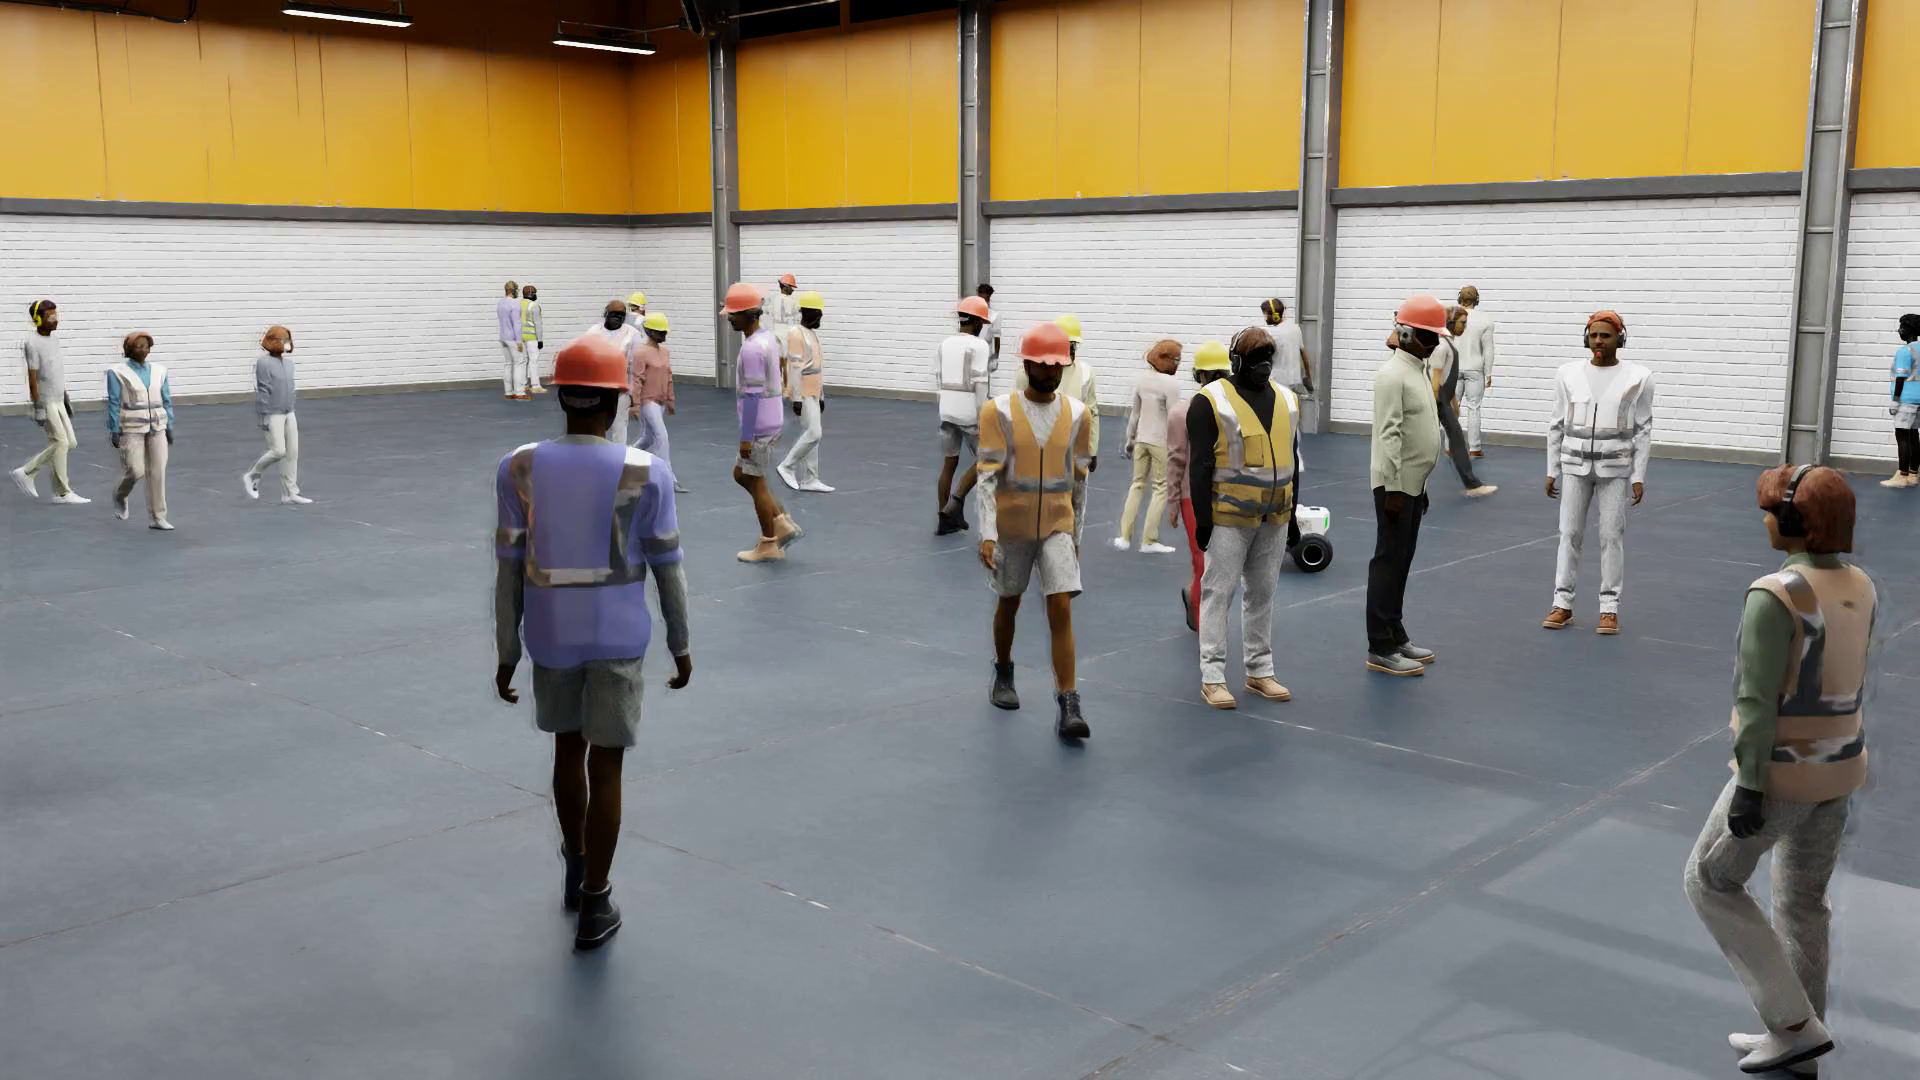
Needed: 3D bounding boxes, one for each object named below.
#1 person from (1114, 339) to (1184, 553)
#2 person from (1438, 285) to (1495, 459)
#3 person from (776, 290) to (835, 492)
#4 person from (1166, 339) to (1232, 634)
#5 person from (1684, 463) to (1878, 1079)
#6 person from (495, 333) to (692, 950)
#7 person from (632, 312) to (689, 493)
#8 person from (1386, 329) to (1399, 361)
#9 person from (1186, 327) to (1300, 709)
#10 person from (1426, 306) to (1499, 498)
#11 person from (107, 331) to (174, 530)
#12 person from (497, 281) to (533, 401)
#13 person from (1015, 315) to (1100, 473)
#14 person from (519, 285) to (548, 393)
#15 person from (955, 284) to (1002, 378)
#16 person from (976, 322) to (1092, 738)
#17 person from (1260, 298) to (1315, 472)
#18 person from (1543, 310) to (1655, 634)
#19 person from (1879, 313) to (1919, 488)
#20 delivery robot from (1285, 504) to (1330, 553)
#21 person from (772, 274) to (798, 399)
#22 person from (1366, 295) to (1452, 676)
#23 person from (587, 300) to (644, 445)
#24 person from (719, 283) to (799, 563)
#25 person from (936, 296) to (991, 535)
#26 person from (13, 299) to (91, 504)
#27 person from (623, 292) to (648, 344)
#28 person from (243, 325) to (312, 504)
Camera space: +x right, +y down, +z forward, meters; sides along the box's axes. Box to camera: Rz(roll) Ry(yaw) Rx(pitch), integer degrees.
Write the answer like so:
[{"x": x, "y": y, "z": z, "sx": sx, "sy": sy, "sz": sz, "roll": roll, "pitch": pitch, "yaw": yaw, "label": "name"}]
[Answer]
[{"x": 1.426, "y": -0.700, "z": 12.446, "sx": 0.371, "sy": 1.599, "sz": 0.644, "roll": -6, "pitch": 11, "yaw": -34, "label": "person"}, {"x": 5.642, "y": -1.868, "z": 18.581, "sx": 0.627, "sy": 1.940, "sz": 0.373, "roll": 5, "pitch": 11, "yaw": 28, "label": "person"}, {"x": -1.442, "y": -1.389, "z": 15.695, "sx": 0.440, "sy": 1.913, "sz": 0.619, "roll": 2, "pitch": 9, "yaw": 12, "label": "person"}, {"x": 1.369, "y": -0.247, "z": 9.233, "sx": 0.524, "sy": 1.741, "sz": 0.730, "roll": -3, "pitch": 10, "yaw": -16, "label": "person"}, {"x": 2.137, "y": 0.613, "z": 4.312, "sx": 0.543, "sy": 1.624, "sz": 0.374, "roll": -6, "pitch": 11, "yaw": -33, "label": "person"}, {"x": -1.154, "y": 0.299, "z": 5.363, "sx": 0.584, "sy": 1.911, "sz": 0.760, "roll": 0, "pitch": 9, "yaw": 2, "label": "person"}, {"x": -2.983, "y": -1.315, "z": 15.878, "sx": 0.881, "sy": 1.720, "sz": 0.526, "roll": 4, "pitch": 10, "yaw": 22, "label": "person"}, {"x": 3.907, "y": -1.090, "z": 14.762, "sx": 0.303, "sy": 1.632, "sz": 0.516, "roll": 1, "pitch": 9, "yaw": 5, "label": "person"}, {"x": 1.404, "y": -0.111, "z": 8.102, "sx": 0.627, "sy": 1.844, "sz": 0.429, "roll": -4, "pitch": 10, "yaw": -26, "label": "person"}, {"x": 4.489, "y": -1.283, "z": 15.474, "sx": 1.010, "sy": 1.784, "sz": 0.521, "roll": 3, "pitch": 10, "yaw": 18, "label": "person"}, {"x": -6.673, "y": -0.891, "z": 13.528, "sx": 0.544, "sy": 1.621, "sz": 0.530, "roll": 6, "pitch": 11, "yaw": 35, "label": "person"}, {"x": -7.181, "y": -3.190, "z": 26.701, "sx": 0.399, "sy": 1.934, "sz": 0.646, "roll": -8, "pitch": 12, "yaw": -41, "label": "person"}, {"x": 0.698, "y": -0.633, "z": 11.411, "sx": 0.604, "sy": 1.801, "sz": 0.725, "roll": -3, "pitch": 10, "yaw": -17, "label": "person"}, {"x": -7.342, "y": -3.424, "z": 28.424, "sx": 0.627, "sy": 1.840, "sz": 0.429, "roll": 7, "pitch": 11, "yaw": 36, "label": "person"}, {"x": 0.241, "y": -2.494, "z": 22.466, "sx": 0.636, "sy": 1.919, "sz": 0.806, "roll": -1, "pitch": 9, "yaw": -3, "label": "person"}, {"x": 0.344, "y": -0.063, "z": 7.705, "sx": 0.562, "sy": 1.885, "sz": 1.013, "roll": -2, "pitch": 9, "yaw": -10, "label": "person"}, {"x": 3.388, "y": -1.619, "z": 17.413, "sx": 0.611, "sy": 1.814, "sz": 0.521, "roll": -7, "pitch": 11, "yaw": -36, "label": "person"}, {"x": 3.714, "y": -0.393, "z": 9.717, "sx": 0.581, "sy": 1.881, "sz": 0.342, "roll": 6, "pitch": 11, "yaw": 31, "label": "person"}, {"x": 9.201, "y": -1.348, "z": 16.148, "sx": 0.531, "sy": 1.693, "sz": 0.319, "roll": -8, "pitch": 12, "yaw": -40, "label": "person"}, {"x": 2.250, "y": -0.119, "z": 11.799, "sx": 0.707, "sy": 0.478, "sz": 0.477, "roll": 1, "pitch": 9, "yaw": 7, "label": "delivery robot"}, {"x": -2.841, "y": -3.328, "z": 27.244, "sx": 0.402, "sy": 2.033, "sz": 0.605, "roll": -6, "pitch": 11, "yaw": -32, "label": "person"}, {"x": 2.359, "y": -0.292, "z": 8.777, "sx": 0.393, "sy": 1.985, "sz": 0.611, "roll": 5, "pitch": 10, "yaw": 27, "label": "person"}, {"x": -3.530, "y": -1.524, "z": 16.879, "sx": 0.665, "sy": 1.808, "sz": 0.589, "roll": 1, "pitch": 9, "yaw": 5, "label": "person"}, {"x": -1.482, "y": -0.815, "z": 11.872, "sx": 0.440, "sy": 2.018, "sz": 0.642, "roll": 0, "pitch": 9, "yaw": 2, "label": "person"}, {"x": 0.056, "y": -0.981, "z": 13.238, "sx": 0.605, "sy": 1.904, "sz": 0.503, "roll": 9, "pitch": 13, "yaw": 43, "label": "person"}, {"x": -8.226, "y": -1.236, "z": 14.977, "sx": 0.609, "sy": 1.852, "sz": 0.546, "roll": -1, "pitch": 9, "yaw": -7, "label": "person"}, {"x": -4.560, "y": -2.576, "z": 23.345, "sx": 0.599, "sy": 1.806, "sz": 0.840, "roll": 9, "pitch": 13, "yaw": 44, "label": "person"}, {"x": -6.155, "y": -1.118, "z": 14.938, "sx": 0.502, "sy": 1.618, "sz": 0.516, "roll": 2, "pitch": 10, "yaw": 13, "label": "person"}]
